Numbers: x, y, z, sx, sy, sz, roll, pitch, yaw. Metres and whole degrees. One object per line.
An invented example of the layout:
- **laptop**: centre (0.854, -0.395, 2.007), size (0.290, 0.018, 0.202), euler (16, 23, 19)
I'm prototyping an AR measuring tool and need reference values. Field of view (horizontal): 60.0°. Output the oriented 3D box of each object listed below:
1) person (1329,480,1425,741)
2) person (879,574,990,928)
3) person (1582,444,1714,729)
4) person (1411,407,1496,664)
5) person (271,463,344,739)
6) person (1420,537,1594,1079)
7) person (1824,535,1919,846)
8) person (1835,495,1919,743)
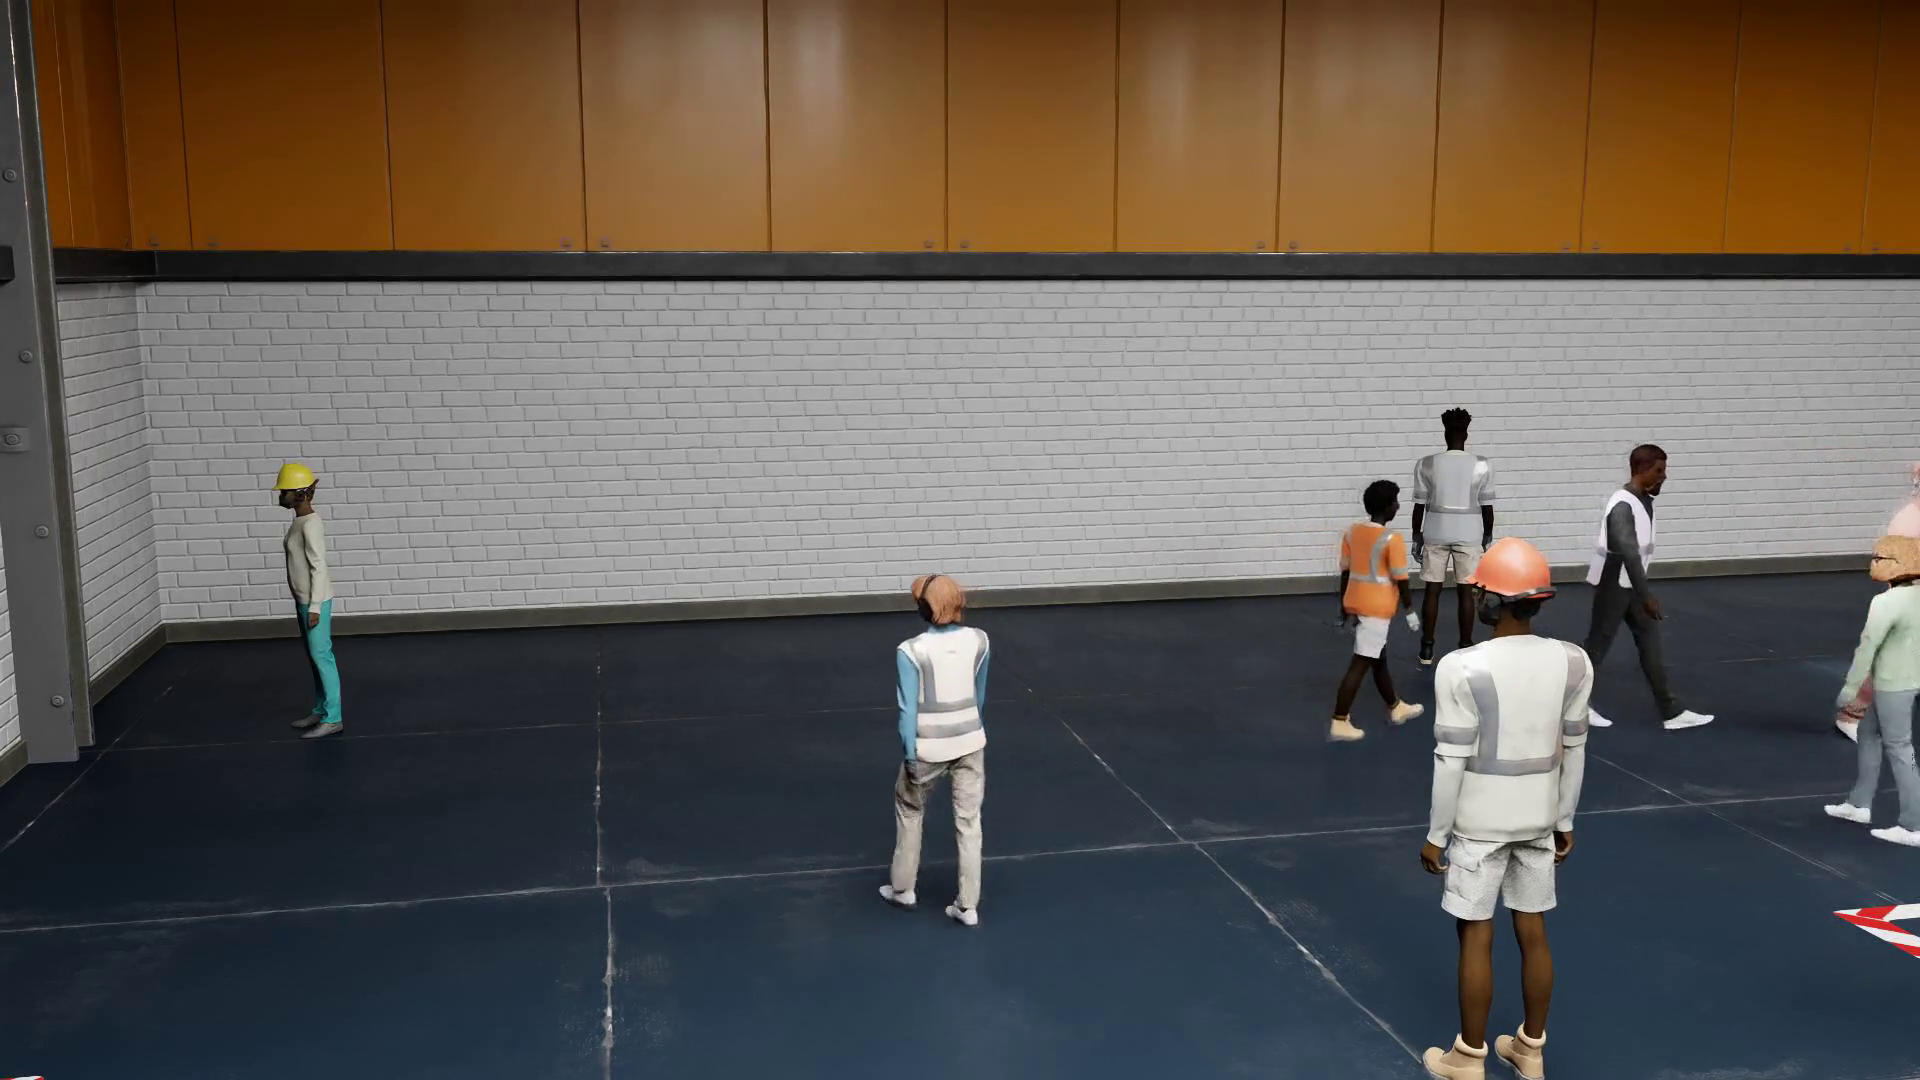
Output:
- **person**: centre (2.709, 0.445, 10.601), size (0.856, 1.654, 0.530), euler (-3, 10, -19)
- **person**: centre (-0.115, 0.950, 7.697), size (0.513, 1.614, 0.688), euler (-5, 11, -28)
- **person**: centre (4.398, 0.328, 10.695), size (0.973, 1.867, 0.589), euler (8, 12, 39)
- **person**: centre (3.713, -0.018, 12.552), size (0.608, 1.959, 0.374), euler (3, 10, 20)
- **person**: centre (-4.188, 0.388, 10.648), size (0.327, 1.767, 0.533), euler (-5, 11, -30)
- **person**: centre (1.959, 1.004, 6.035), size (0.614, 2.048, 0.361), euler (-3, 10, -15)
- **person**: centre (4.828, 0.771, 8.770), size (0.507, 1.606, 0.681), euler (-8, 12, -39)
- **person**: centre (5.896, 0.423, 10.178), size (0.674, 1.855, 1.012), euler (-5, 10, -26)
